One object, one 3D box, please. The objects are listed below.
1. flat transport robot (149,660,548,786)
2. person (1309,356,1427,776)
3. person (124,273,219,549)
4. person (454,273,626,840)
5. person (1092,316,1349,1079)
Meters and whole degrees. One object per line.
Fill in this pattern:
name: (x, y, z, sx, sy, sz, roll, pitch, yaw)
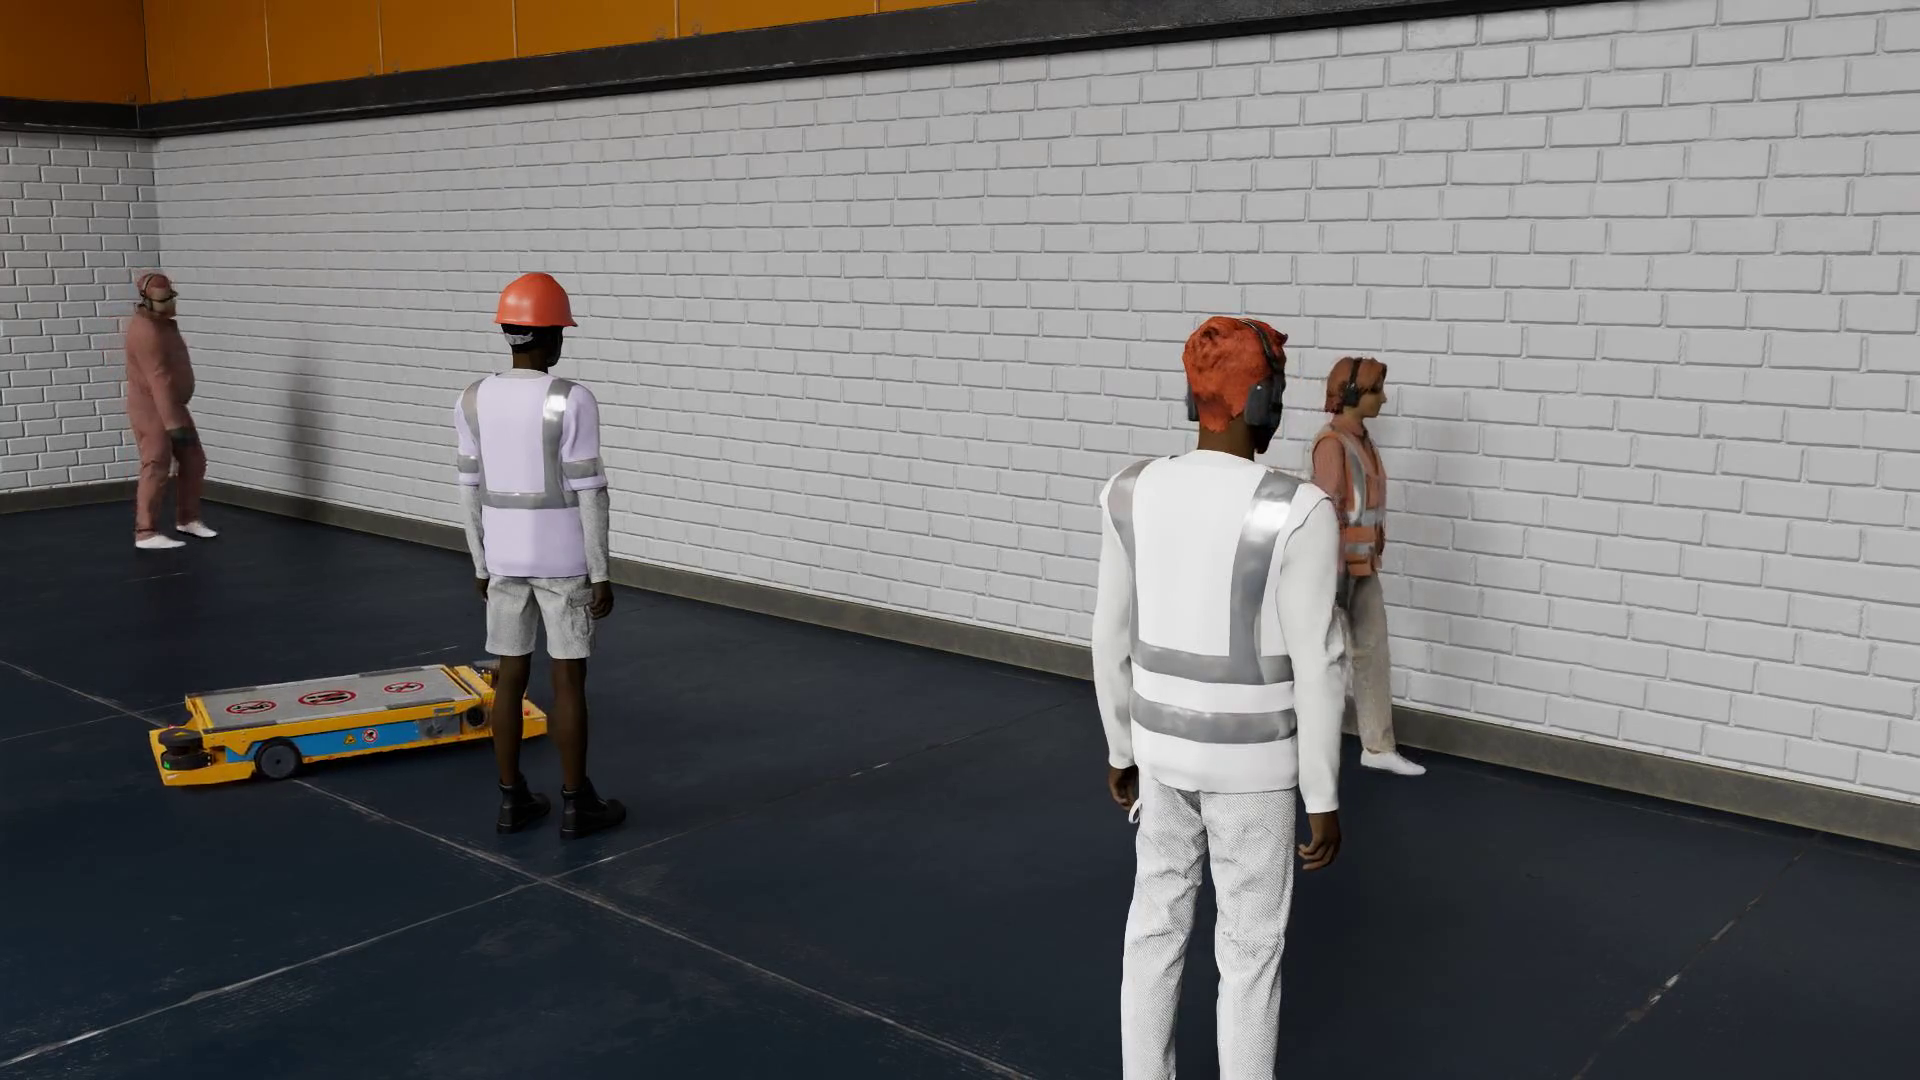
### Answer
flat transport robot: (-2.471, 0.717, 6.734, 1.431, 0.197, 0.652, -6, 11, -29)
person: (1.437, 0.105, 6.371, 0.678, 1.617, 0.537, 6, 12, 32)
person: (-5.308, -0.842, 11.121, 0.553, 1.862, 0.735, -2, 10, -9)
person: (-1.430, 0.065, 5.707, 0.549, 1.937, 0.358, 3, 10, 17)
person: (0.546, 0.475, 3.518, 0.584, 1.883, 0.339, 9, 13, 42)
